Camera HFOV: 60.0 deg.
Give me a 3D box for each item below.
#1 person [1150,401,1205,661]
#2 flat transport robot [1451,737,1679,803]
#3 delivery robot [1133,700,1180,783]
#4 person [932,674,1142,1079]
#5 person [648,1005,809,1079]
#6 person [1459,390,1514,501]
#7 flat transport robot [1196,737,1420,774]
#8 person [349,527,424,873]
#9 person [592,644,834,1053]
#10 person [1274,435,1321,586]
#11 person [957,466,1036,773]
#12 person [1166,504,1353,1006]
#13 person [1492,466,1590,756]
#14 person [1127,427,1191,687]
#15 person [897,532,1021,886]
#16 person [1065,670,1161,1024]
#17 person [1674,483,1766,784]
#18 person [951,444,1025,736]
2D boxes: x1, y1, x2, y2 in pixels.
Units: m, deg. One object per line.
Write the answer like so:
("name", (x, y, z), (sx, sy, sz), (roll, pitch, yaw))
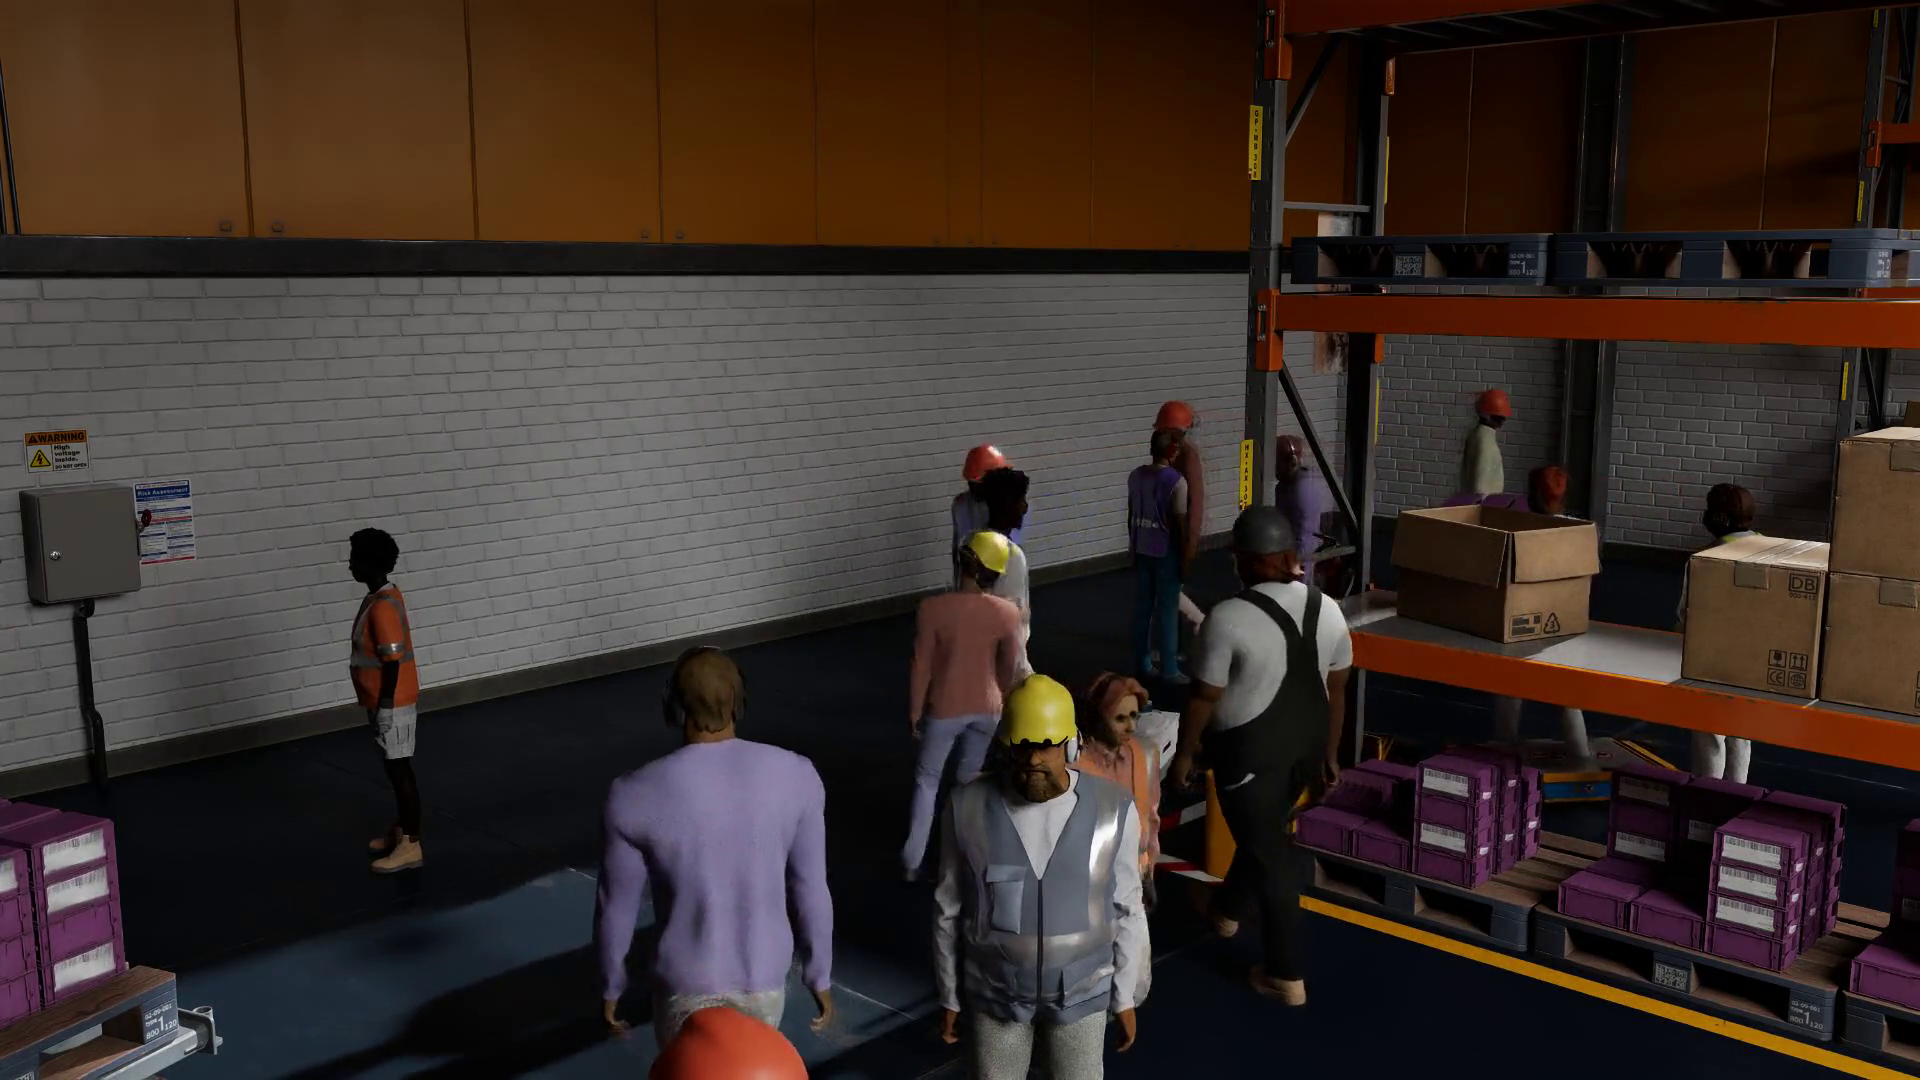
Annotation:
("person", (1.610, -0.049, 12.393), (0.483, 1.977, 0.647), (-1, 9, -3))
("flat transport robot", (3.373, 1.301, 9.345), (1.431, 0.197, 0.652), (-1, 9, -5))
("delivery robot", (1.015, 1.130, 9.243), (0.477, 0.478, 0.707), (3, 10, 20))
("person", (0.219, 1.274, 4.736), (0.600, 1.832, 0.404), (0, 9, 1))
("person", (-0.298, 1.605, 2.393), (0.377, 1.932, 0.552), (8, 12, 42))
("person", (4.300, -0.311, 14.104), (0.840, 1.953, 0.632), (1, 9, 8))
("flat transport robot", (1.901, 1.249, 9.668), (1.431, 0.197, 0.652), (4, 10, 22))
("person", (-2.826, 0.779, 8.184), (0.319, 1.695, 0.539), (-3, 10, -19))
("person", (-0.738, 1.227, 4.815), (0.653, 1.896, 0.952), (-4, 10, -23))
("person", (2.095, 0.242, 10.945), (0.640, 1.879, 0.695), (2, 9, 11))
("person", (0.262, 0.580, 8.638), (0.623, 1.949, 0.616), (-6, 11, -31))
("person", (1.192, 0.813, 6.929), (0.695, 2.000, 1.008), (-6, 11, -32))
("person", (3.330, 0.498, 9.452), (0.595, 1.862, 0.794), (-5, 11, -28))
("person", (1.406, 0.120, 11.800), (0.390, 1.838, 0.563), (-7, 12, -37))
("person", (-0.020, 0.818, 7.905), (0.608, 1.715, 0.373), (-3, 10, -20))
("person", (0.449, 1.220, 5.705), (0.550, 1.619, 0.438), (-8, 12, -40))
("person", (3.974, 0.617, 8.731), (0.626, 1.846, 0.429), (-7, 11, -35))
("person", (0.166, 0.320, 10.399), (0.592, 1.887, 0.658), (6, 11, 32))
